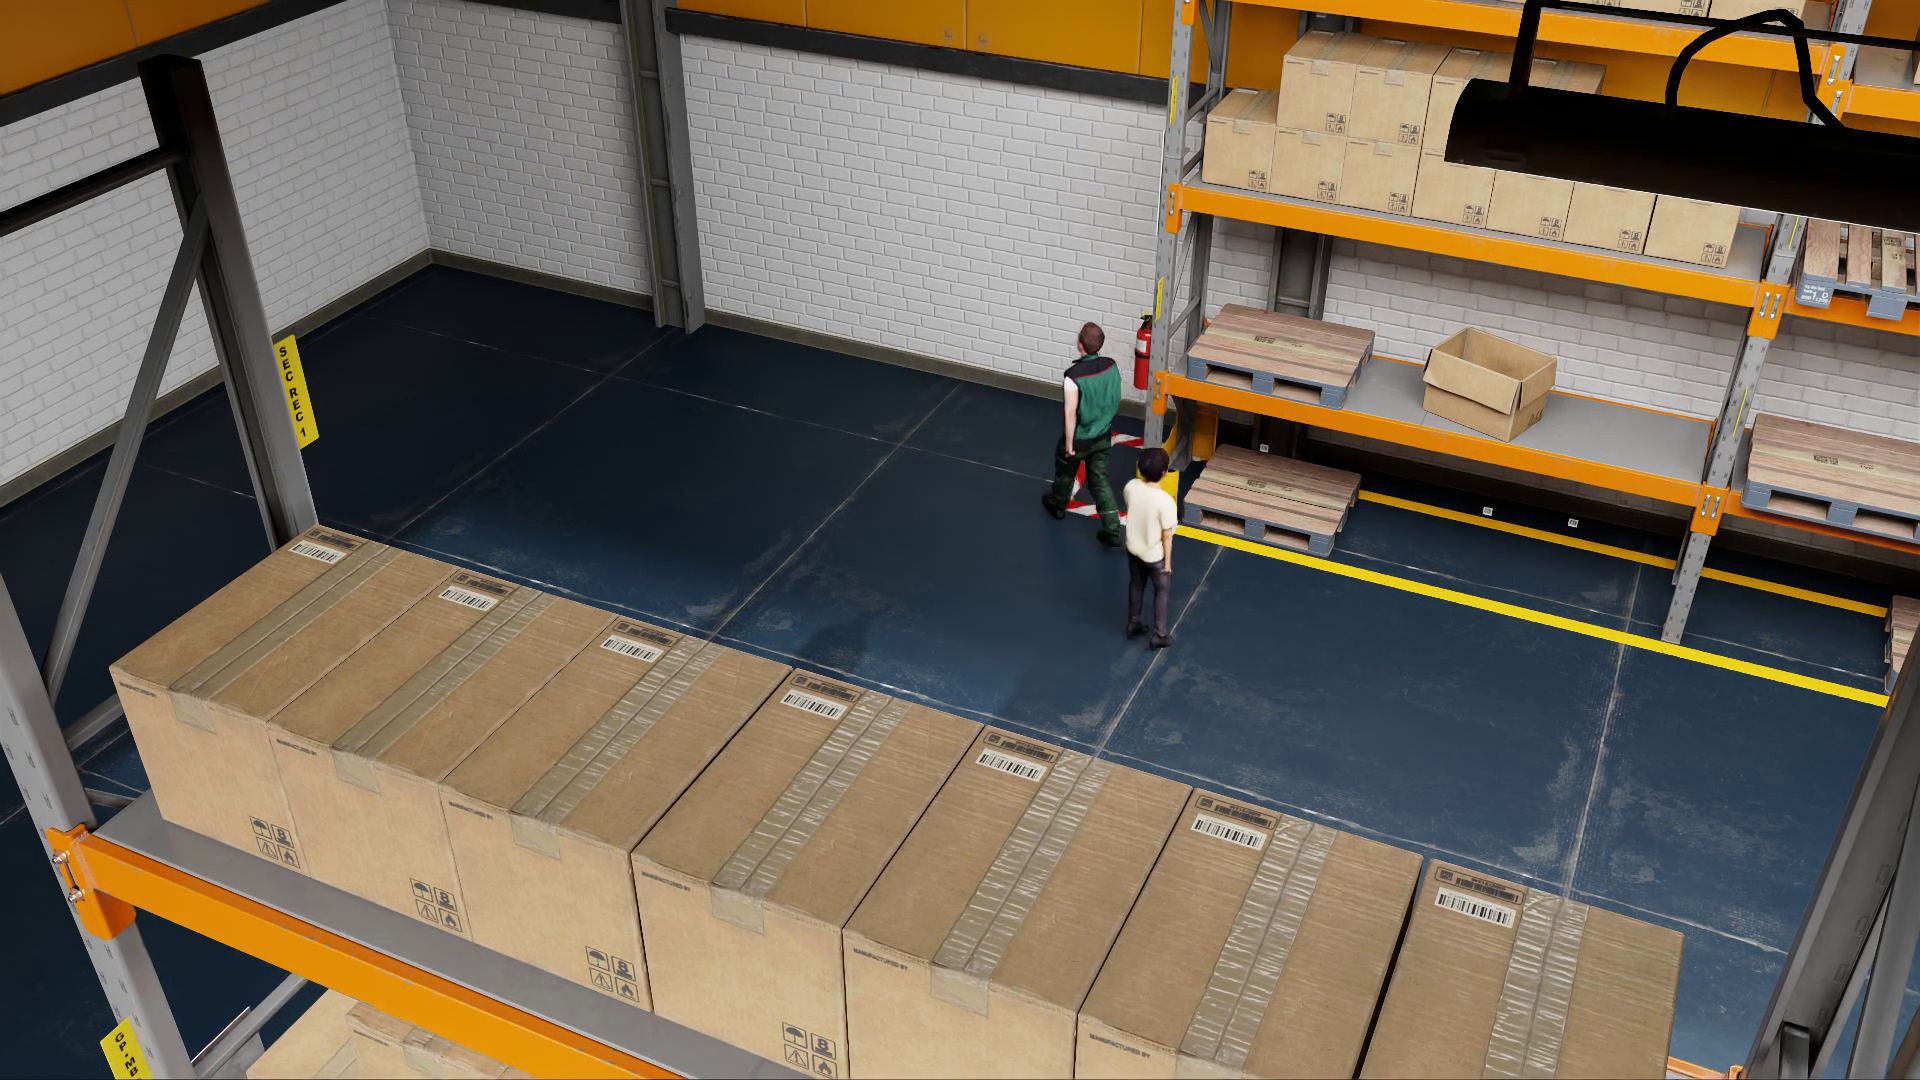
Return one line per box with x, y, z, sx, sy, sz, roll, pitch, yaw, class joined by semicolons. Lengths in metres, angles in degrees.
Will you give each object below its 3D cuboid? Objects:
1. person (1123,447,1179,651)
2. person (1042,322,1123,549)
1.277;0.069;11.568;0.715;1.581;0.554;-26;42;-34;person
1.013;-0.759;12.614;1.089;1.800;1.253;-18;38;-25;person
